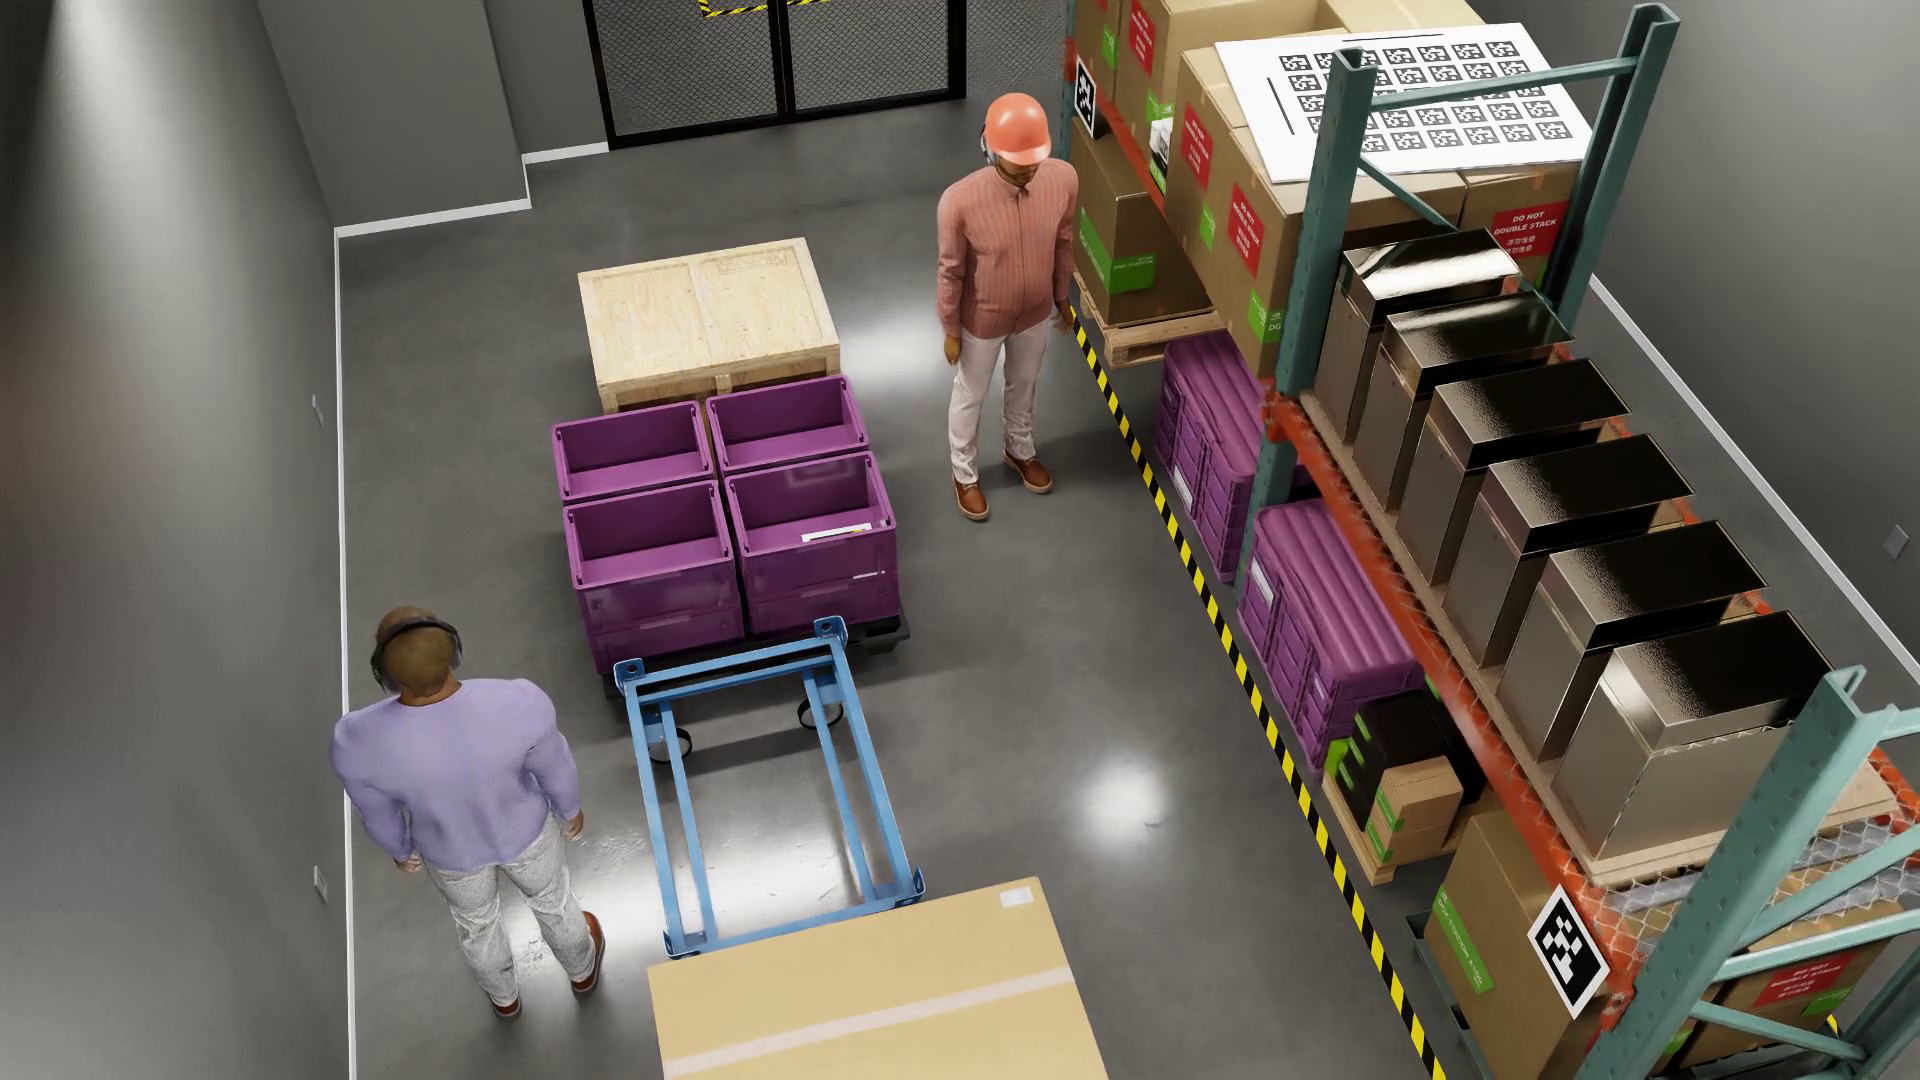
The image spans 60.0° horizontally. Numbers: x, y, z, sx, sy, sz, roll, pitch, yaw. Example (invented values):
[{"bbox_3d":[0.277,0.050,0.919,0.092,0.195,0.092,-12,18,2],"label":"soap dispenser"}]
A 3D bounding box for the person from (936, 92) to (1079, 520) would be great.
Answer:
[{"bbox_3d":[0.198,-0.924,6.697,0.612,1.995,0.392,-21,51,-18],"label":"person"}]

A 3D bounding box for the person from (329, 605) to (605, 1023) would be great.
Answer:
[{"bbox_3d":[-1.457,0.872,5.085,0.630,1.940,0.371,-13,49,-12],"label":"person"}]
